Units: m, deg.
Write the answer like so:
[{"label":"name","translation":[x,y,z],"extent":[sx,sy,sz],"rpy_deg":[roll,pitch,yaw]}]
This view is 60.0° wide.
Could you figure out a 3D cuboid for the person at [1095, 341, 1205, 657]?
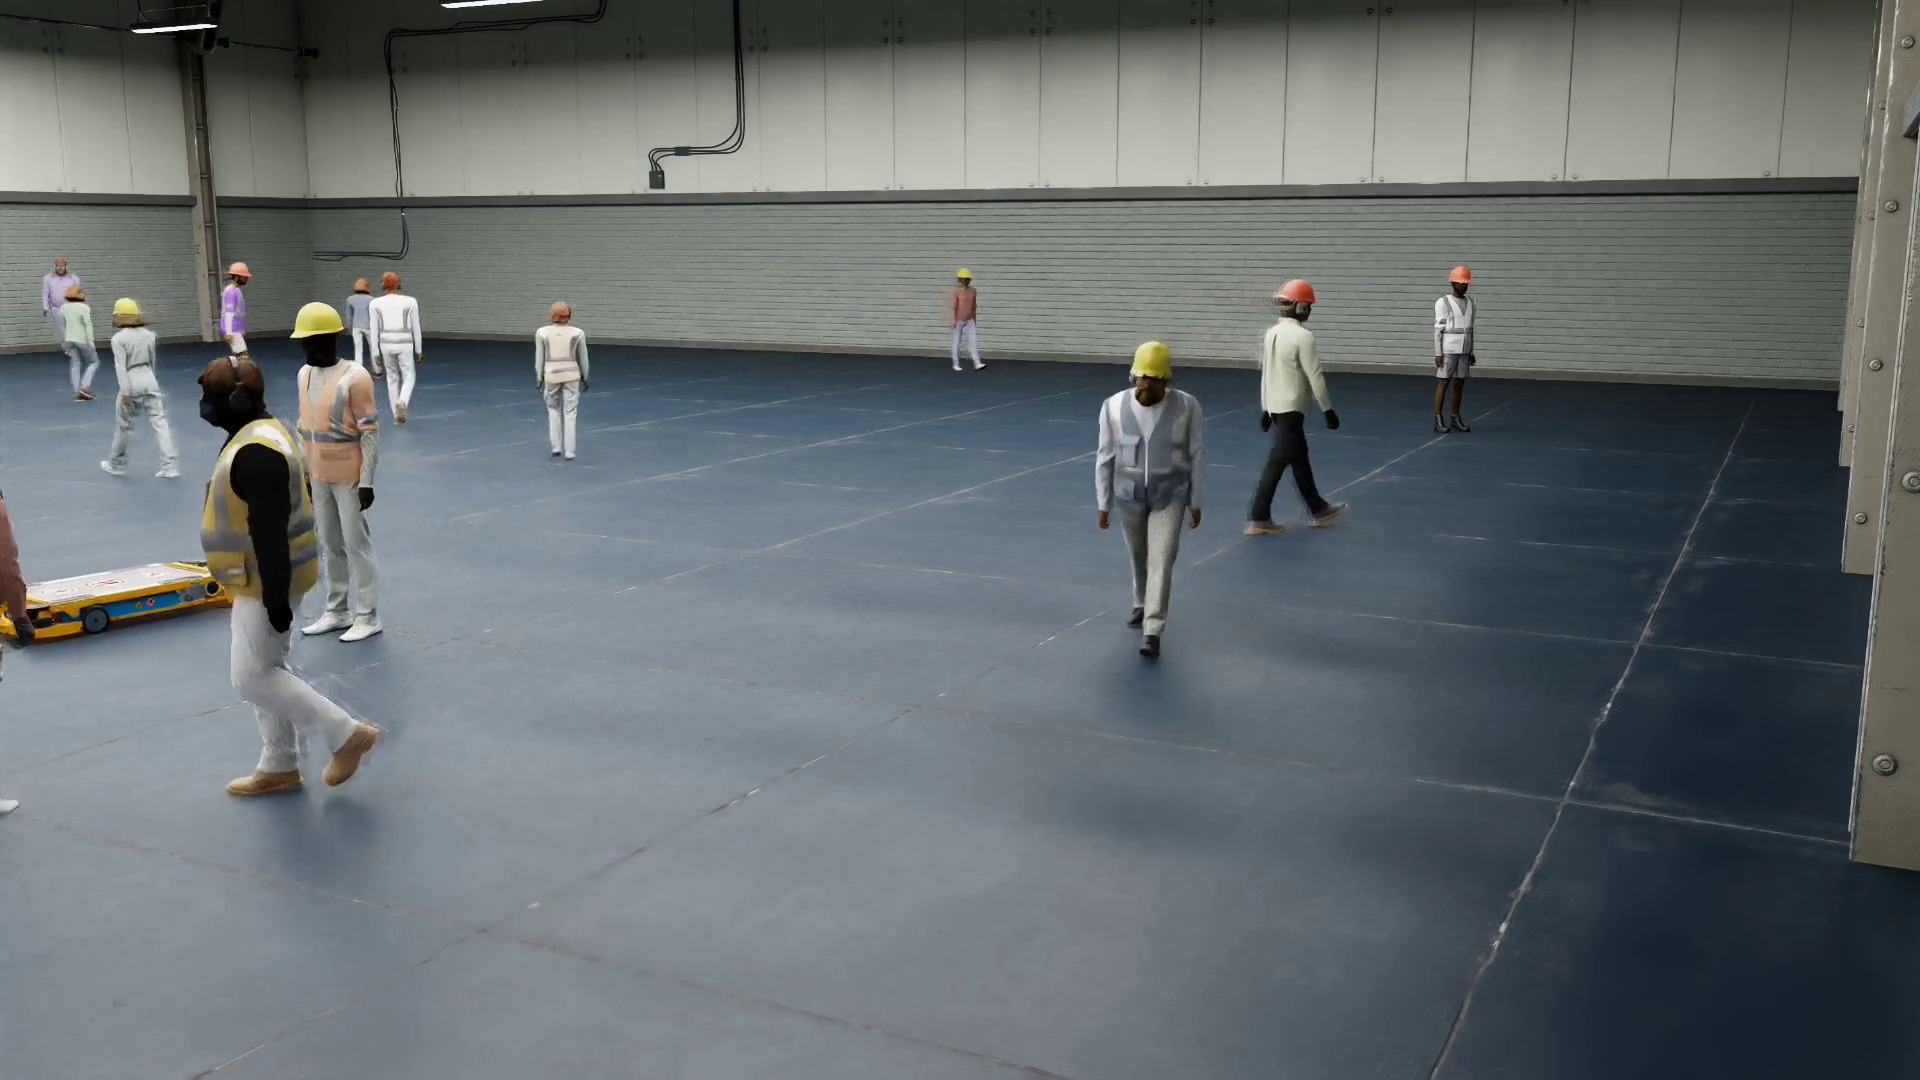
[{"label":"person","translation":[1.059,-0.258,9.345],"extent":[0.607,1.733,1.091],"rpy_deg":[3,11,16]}]

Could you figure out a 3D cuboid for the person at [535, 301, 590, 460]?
[{"label":"person","translation":[-4.098,-1.650,17.198],"extent":[0.537,1.613,0.682],"rpy_deg":[-2,11,-8]}]

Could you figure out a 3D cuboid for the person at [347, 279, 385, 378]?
[{"label":"person","translation":[-9.482,-3.351,26.519],"extent":[0.519,1.595,0.810],"rpy_deg":[0,10,-2]}]

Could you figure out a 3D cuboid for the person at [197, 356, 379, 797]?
[{"label":"person","translation":[-2.762,0.166,6.722],"extent":[0.533,1.827,0.630],"rpy_deg":[-4,11,-20]}]

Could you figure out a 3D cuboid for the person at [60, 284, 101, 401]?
[{"label":"person","translation":[-12.201,-2.730,23.060],"extent":[0.529,1.618,0.359],"rpy_deg":[3,11,15]}]

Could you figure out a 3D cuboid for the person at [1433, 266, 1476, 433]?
[{"label":"person","translation":[5.790,-2.213,19.391],"extent":[0.553,1.935,0.363],"rpy_deg":[-4,11,-22]}]

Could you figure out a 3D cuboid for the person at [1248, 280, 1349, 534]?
[{"label":"person","translation":[2.645,-1.022,12.856],"extent":[0.945,1.945,0.617],"rpy_deg":[-2,11,-13]}]

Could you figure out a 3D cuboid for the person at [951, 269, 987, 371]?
[{"label":"person","translation":[0.120,-3.689,27.984],"extent":[0.550,1.722,0.885],"rpy_deg":[-6,12,-30]}]

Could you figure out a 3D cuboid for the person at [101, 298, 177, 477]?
[{"label":"person","translation":[-7.851,-1.443,15.847],"extent":[0.883,1.698,0.498],"rpy_deg":[6,12,28]}]

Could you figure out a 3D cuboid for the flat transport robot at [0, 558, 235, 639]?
[{"label":"flat transport robot","translation":[-5.074,0.337,10.035],"extent":[0.652,0.197,1.431],"rpy_deg":[7,12,34]}]

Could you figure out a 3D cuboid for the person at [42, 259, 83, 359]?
[{"label":"person","translation":[-16.829,-4.335,31.211],"extent":[0.643,1.858,1.009],"rpy_deg":[-3,11,-16]}]

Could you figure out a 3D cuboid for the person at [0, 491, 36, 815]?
[{"label":"person","translation":[-3.900,0.307,6.507],"extent":[0.529,1.626,0.365],"rpy_deg":[3,11,16]}]

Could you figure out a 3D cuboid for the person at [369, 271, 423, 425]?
[{"label":"person","translation":[-6.799,-2.296,20.045],"extent":[0.588,1.867,0.617],"rpy_deg":[-2,11,-9]}]

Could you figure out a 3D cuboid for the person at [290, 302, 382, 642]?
[{"label":"person","translation":[-3.553,-0.380,9.431],"extent":[0.594,1.922,0.387],"rpy_deg":[6,12,31]}]

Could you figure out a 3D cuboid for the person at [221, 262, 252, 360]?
[{"label":"person","translation":[-10.322,-3.000,23.770],"extent":[0.482,1.908,0.616],"rpy_deg":[-2,11,-12]}]
